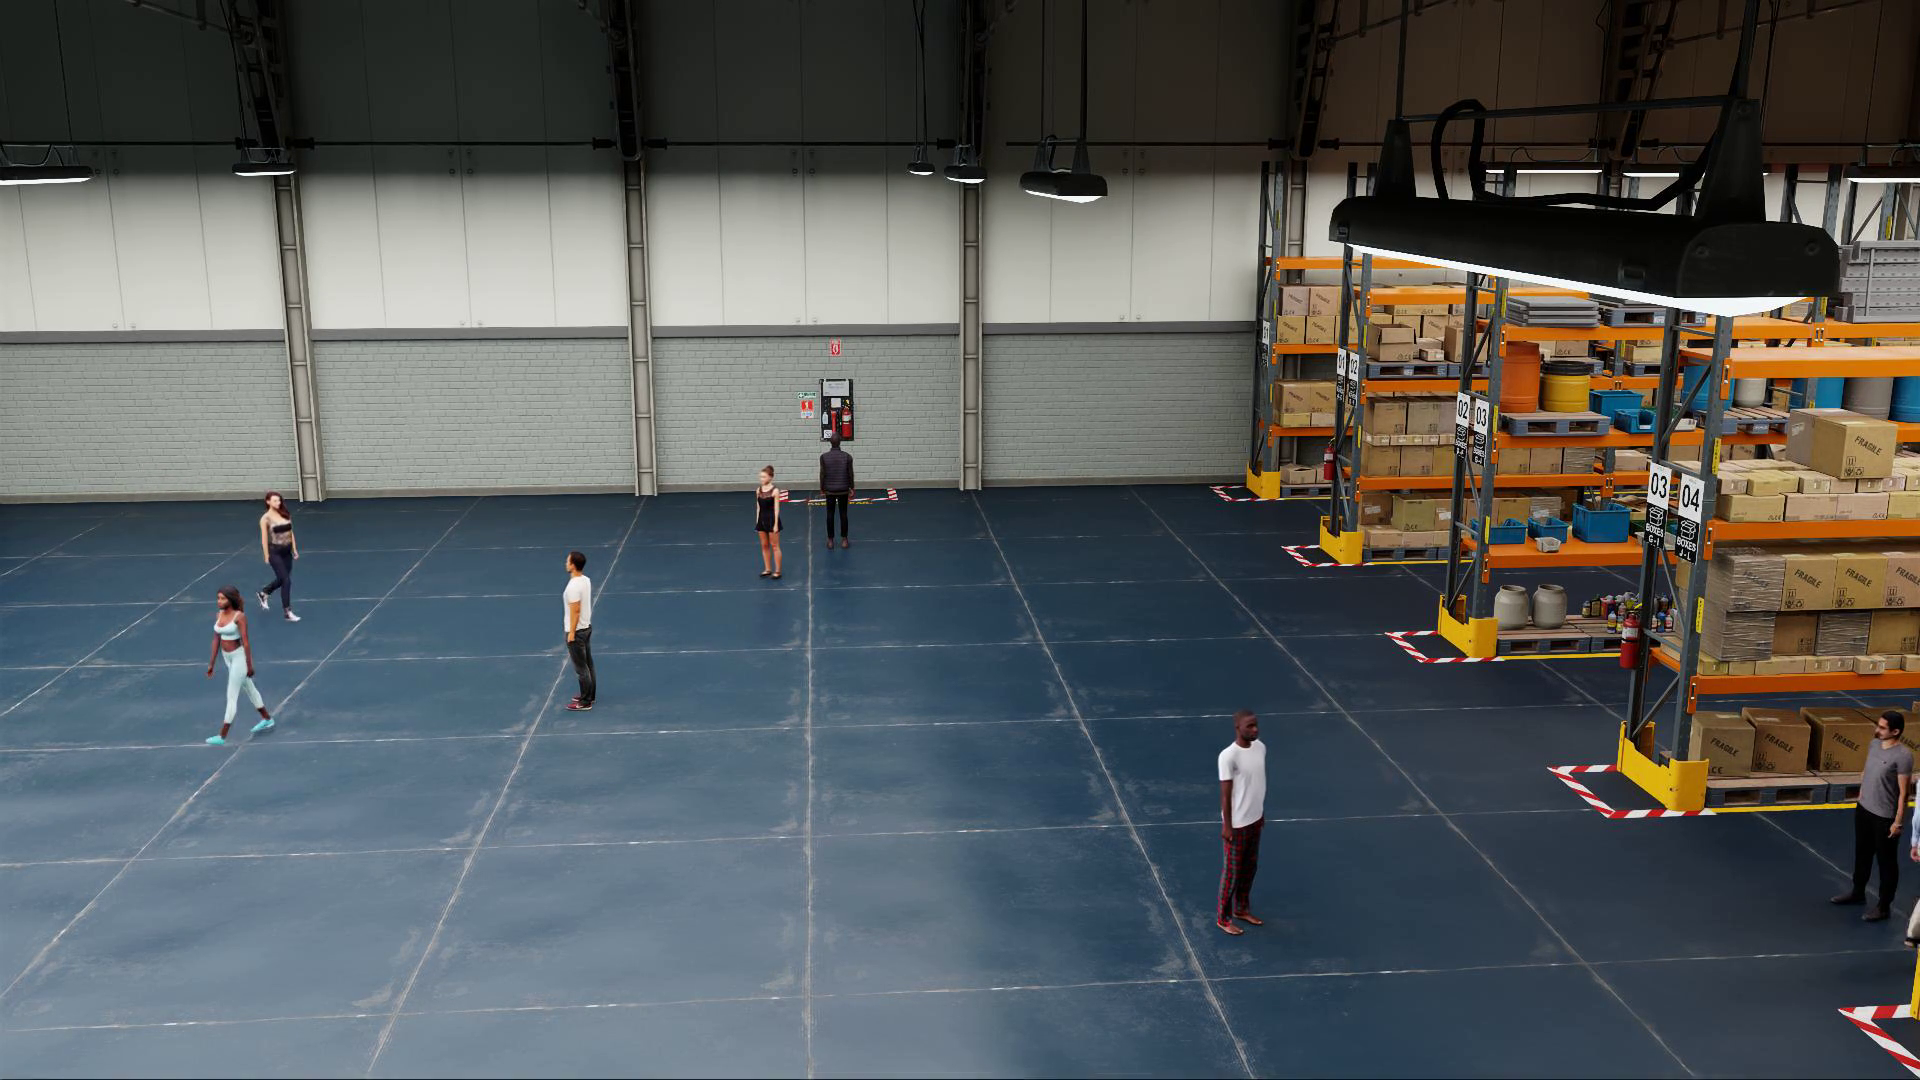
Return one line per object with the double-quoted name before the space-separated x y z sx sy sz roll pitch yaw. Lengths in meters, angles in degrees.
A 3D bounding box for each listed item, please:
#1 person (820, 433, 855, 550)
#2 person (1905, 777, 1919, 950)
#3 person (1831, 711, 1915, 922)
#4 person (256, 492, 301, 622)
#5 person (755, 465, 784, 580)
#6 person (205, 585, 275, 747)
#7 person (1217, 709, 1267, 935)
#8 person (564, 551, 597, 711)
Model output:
"person" -1.959 -0.789 26.392 0.505 1.836 0.767 0 13 -1
"person" 7.436 2.390 12.662 0.671 1.838 0.694 -4 14 -16
"person" 7.533 2.218 13.592 0.578 1.753 0.647 -3 13 -11
"person" -9.176 0.210 22.285 1.162 1.744 0.964 7 15 26
"person" -2.805 -0.269 24.494 0.674 1.680 0.745 9 16 34
"person" -7.627 1.304 17.696 1.123 1.682 1.052 7 15 29
"person" 2.256 2.231 13.354 0.698 1.836 0.790 -12 18 -42
"person" -4.278 1.004 18.722 0.574 1.804 0.661 1 13 3
